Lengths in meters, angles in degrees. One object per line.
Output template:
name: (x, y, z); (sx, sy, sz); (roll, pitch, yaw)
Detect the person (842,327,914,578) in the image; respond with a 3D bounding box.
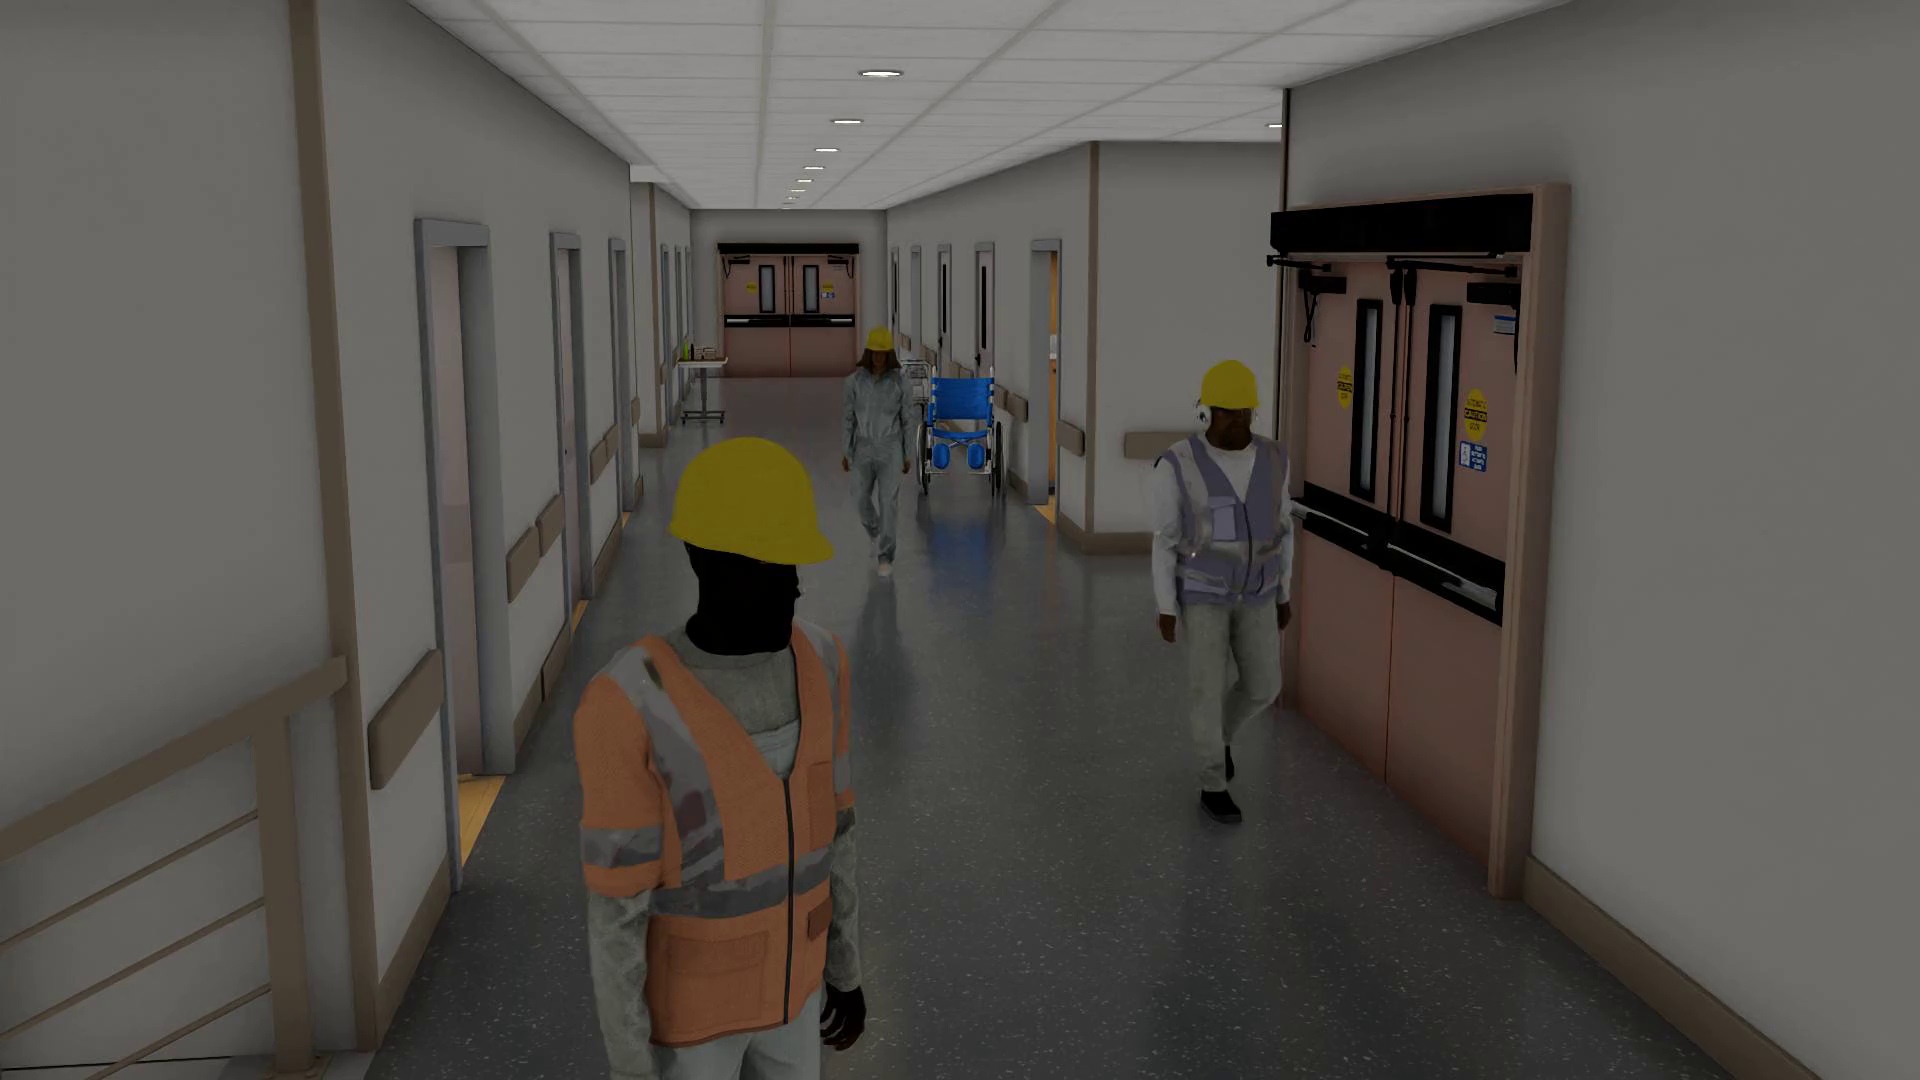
person: (-0.558, -0.627, 11.588); (0.498, 1.725, 0.541); (1, 10, 7)

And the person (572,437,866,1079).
person: (-0.376, 0.774, 2.888); (0.397, 1.920, 0.586); (8, 12, 38)

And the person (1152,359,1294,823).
person: (1.030, 0.189, 6.583); (0.610, 1.813, 0.472); (-3, 10, -17)
